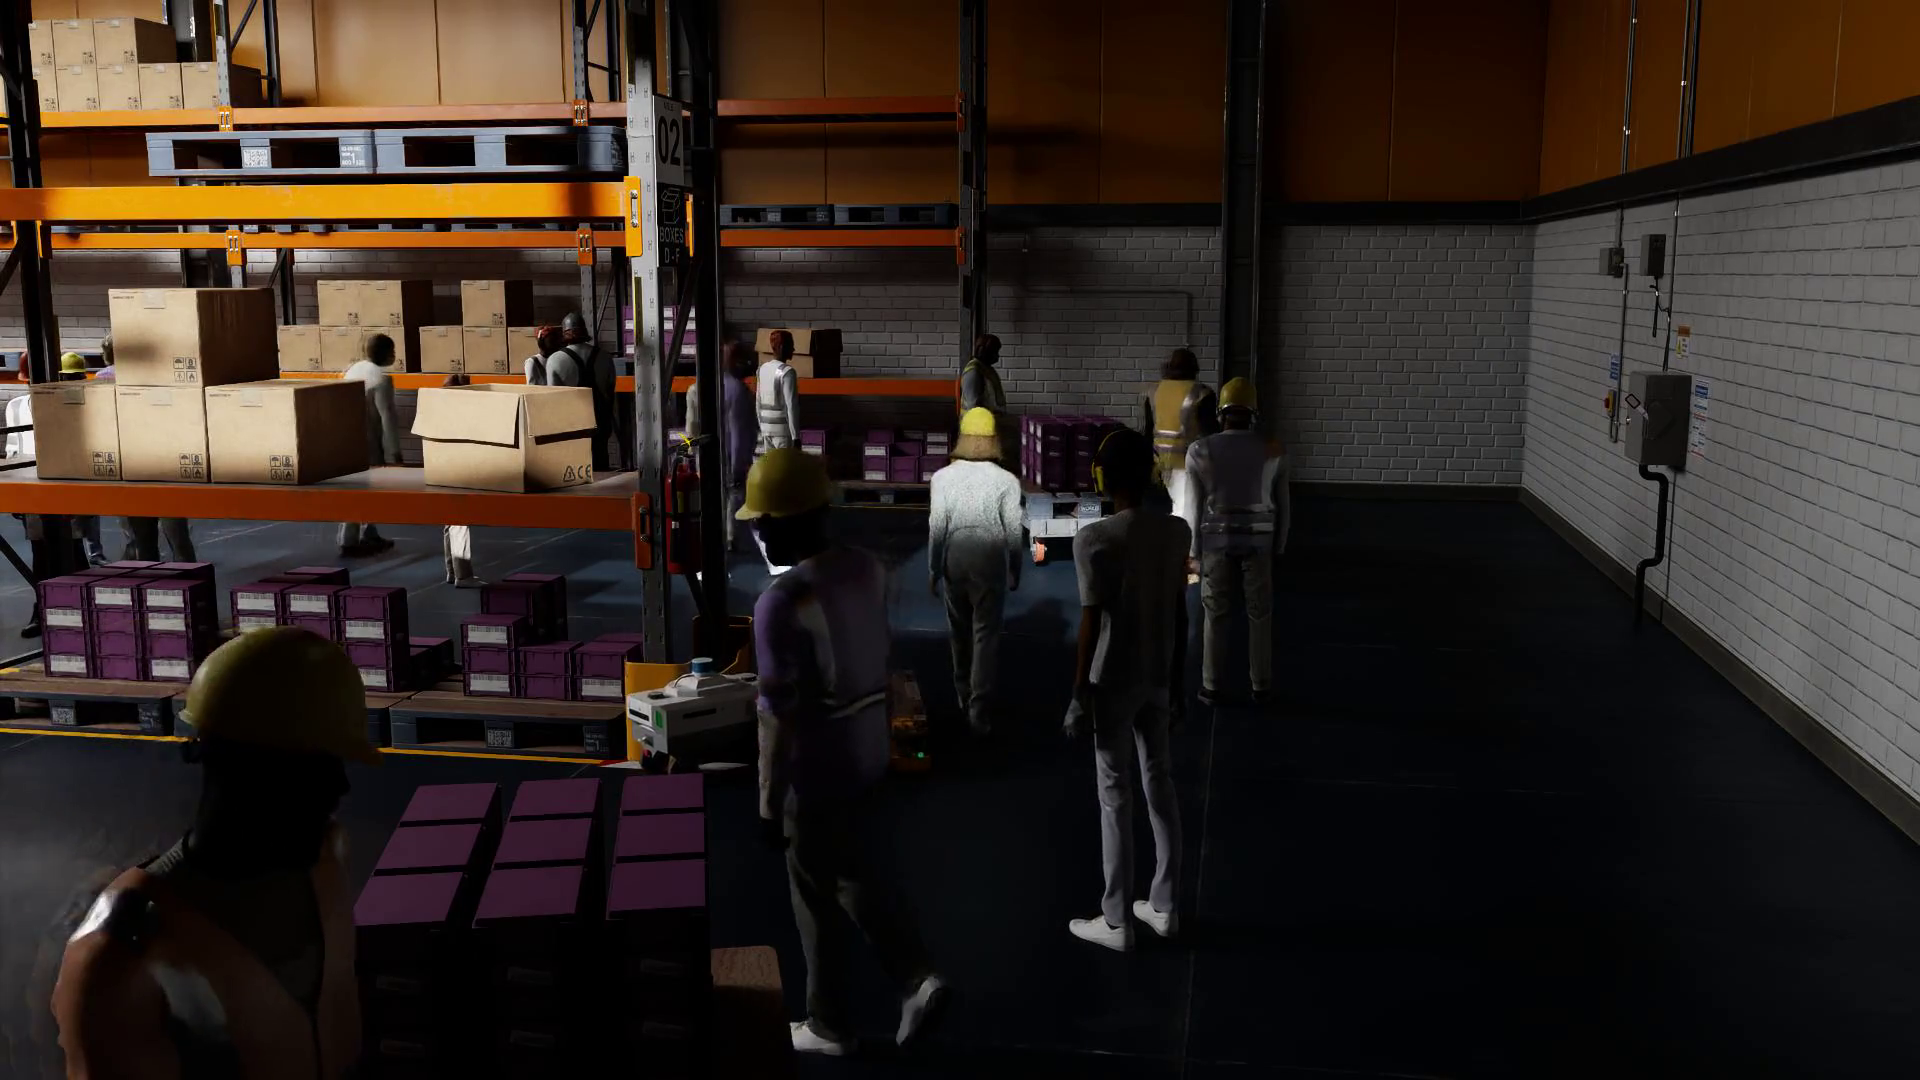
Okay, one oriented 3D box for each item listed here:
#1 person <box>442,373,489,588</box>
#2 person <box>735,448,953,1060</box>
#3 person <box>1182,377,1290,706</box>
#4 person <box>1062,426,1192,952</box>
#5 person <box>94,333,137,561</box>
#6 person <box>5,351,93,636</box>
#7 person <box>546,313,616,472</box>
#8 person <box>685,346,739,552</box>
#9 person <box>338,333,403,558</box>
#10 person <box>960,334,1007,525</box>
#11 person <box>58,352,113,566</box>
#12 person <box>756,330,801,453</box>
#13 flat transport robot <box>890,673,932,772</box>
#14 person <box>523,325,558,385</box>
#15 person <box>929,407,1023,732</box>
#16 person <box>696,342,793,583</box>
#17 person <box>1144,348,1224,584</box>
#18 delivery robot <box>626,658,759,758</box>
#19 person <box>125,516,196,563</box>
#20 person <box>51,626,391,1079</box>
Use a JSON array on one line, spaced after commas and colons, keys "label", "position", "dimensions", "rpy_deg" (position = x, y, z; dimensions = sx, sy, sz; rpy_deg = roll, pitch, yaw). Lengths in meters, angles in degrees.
[{"label": "person", "position": [-3.824, -0.452, 12.723], "dimensions": [0.310, 1.642, 0.514], "rpy_deg": [-5, 10, -27]}, {"label": "person", "position": [-0.360, 0.671, 4.941], "dimensions": [0.544, 1.902, 0.629], "rpy_deg": [6, 11, 32]}, {"label": "person", "position": [1.526, 0.015, 9.232], "dimensions": [0.590, 1.835, 0.404], "rpy_deg": [1, 9, 4]}, {"label": "person", "position": [0.592, 0.532, 5.931], "dimensions": [0.512, 1.866, 0.330], "rpy_deg": [-6, 11, -31]}, {"label": "person", "position": [-6.854, -0.743, 13.713], "dimensions": [0.439, 1.906, 0.662], "rpy_deg": [3, 10, 20]}, {"label": "person", "position": [-6.007, -0.316, 11.000], "dimensions": [0.542, 1.927, 0.380], "rpy_deg": [-1, 9, -8]}, {"label": "person", "position": [-3.643, -1.160, 15.881], "dimensions": [0.672, 2.000, 0.536], "rpy_deg": [-6, 11, -34]}, {"label": "person", "position": [-2.097, -0.798, 14.474], "dimensions": [0.596, 1.775, 0.940], "rpy_deg": [-3, 10, -18]}, {"label": "person", "position": [-5.016, -0.800, 14.081], "dimensions": [0.668, 1.894, 0.646], "rpy_deg": [-8, 12, -42]}, {"label": "person", "position": [0.226, -1.007, 15.573], "dimensions": [0.430, 1.837, 0.623], "rpy_deg": [2, 9, 15]}, {"label": "person", "position": [-7.133, -0.633, 13.466], "dimensions": [0.327, 1.767, 0.533], "rpy_deg": [7, 12, 38]}, {"label": "person", "position": [-1.647, -0.980, 15.248], "dimensions": [0.337, 1.882, 0.584], "rpy_deg": [-7, 12, -39]}, {"label": "flat transport robot", "position": [-0.523, 0.904, 8.550], "dimensions": [0.652, 0.197, 1.431], "rpy_deg": [-1, 9, -5]}, {"label": "person", "position": [-4.086, -1.182, 16.508], "dimensions": [0.355, 1.883, 0.573], "rpy_deg": [3, 9, 15]}, {"label": "person", "position": [0.085, 0.141, 8.868], "dimensions": [0.487, 1.701, 0.869], "rpy_deg": [2, 9, 12]}, {"label": "person", "position": [-1.676, -0.608, 12.990], "dimensions": [0.935, 1.861, 0.663], "rpy_deg": [-7, 11, -37]}, {"label": "person", "position": [1.829, -0.575, 12.945], "dimensions": [0.741, 1.811, 0.702], "rpy_deg": [-8, 12, -39]}, {"label": "delivery robot", "position": [-1.230, 0.808, 7.975], "dimensions": [0.707, 0.478, 0.477], "rpy_deg": [-7, 12, -39]}, {"label": "person", "position": [-5.507, -0.385, 11.388], "dimensions": [0.629, 1.940, 0.372], "rpy_deg": [1, 9, 4]}, {"label": "person", "position": [-0.999, 1.073, 2.479], "dimensions": [0.702, 1.884, 0.653], "rpy_deg": [3, 10, 16]}]
